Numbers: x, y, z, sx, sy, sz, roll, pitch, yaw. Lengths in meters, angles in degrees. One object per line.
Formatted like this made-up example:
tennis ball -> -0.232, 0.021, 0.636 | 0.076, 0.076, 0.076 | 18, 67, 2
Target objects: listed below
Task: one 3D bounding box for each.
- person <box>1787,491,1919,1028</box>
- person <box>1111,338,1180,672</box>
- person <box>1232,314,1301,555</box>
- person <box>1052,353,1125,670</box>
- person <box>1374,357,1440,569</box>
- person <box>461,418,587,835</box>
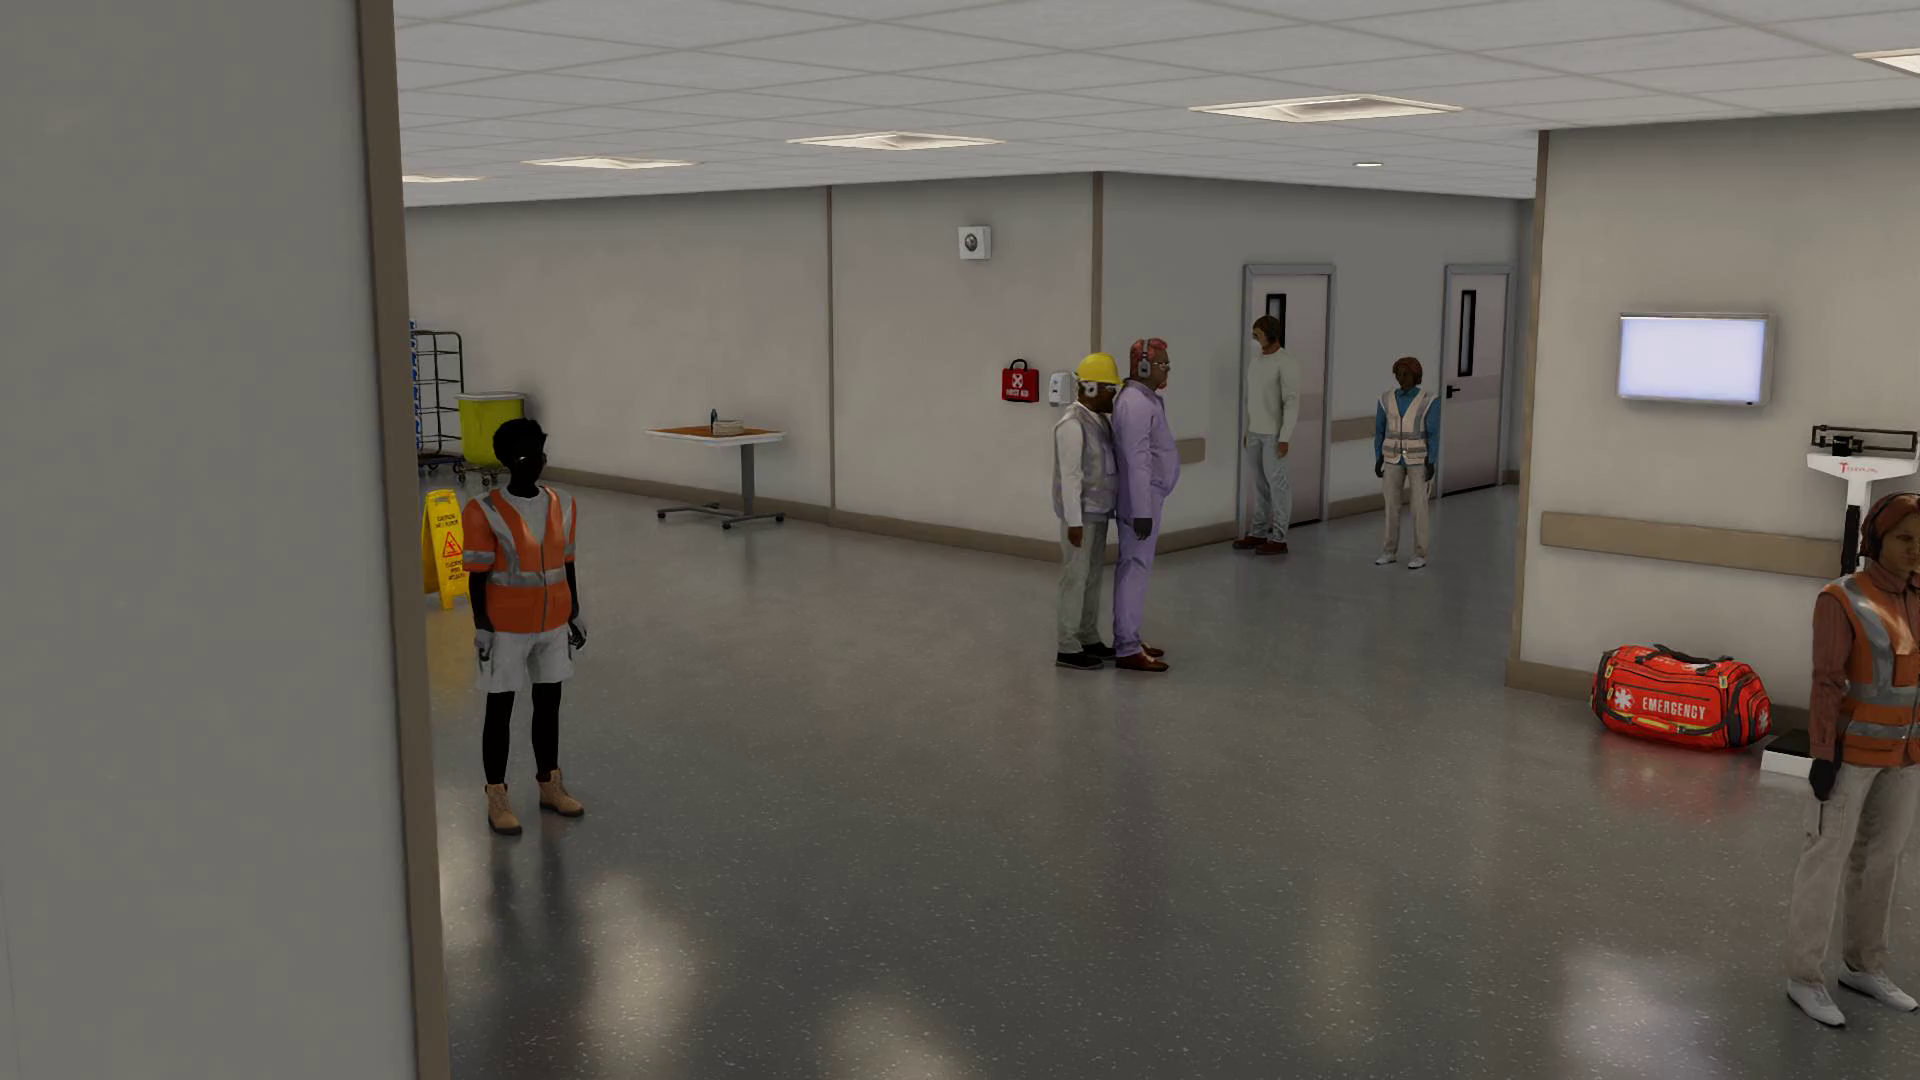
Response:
person -> 2.799, 0.661, 5.093 | 0.517, 1.636, 0.313 | -3, 10, -19
person -> 1.066, -0.210, 9.614 | 0.402, 1.906, 0.651 | 1, 9, 4
person -> 2.489, -0.846, 13.426 | 0.371, 1.935, 0.627 | -4, 10, -22
person -> 0.741, -0.166, 9.607 | 0.403, 1.822, 0.599 | 4, 10, 23
person -> 3.438, -0.596, 12.826 | 0.509, 1.629, 0.314 | 7, 11, 36
person -> -1.785, 0.343, 6.856 | 0.320, 1.697, 0.531 | 9, 13, 44
